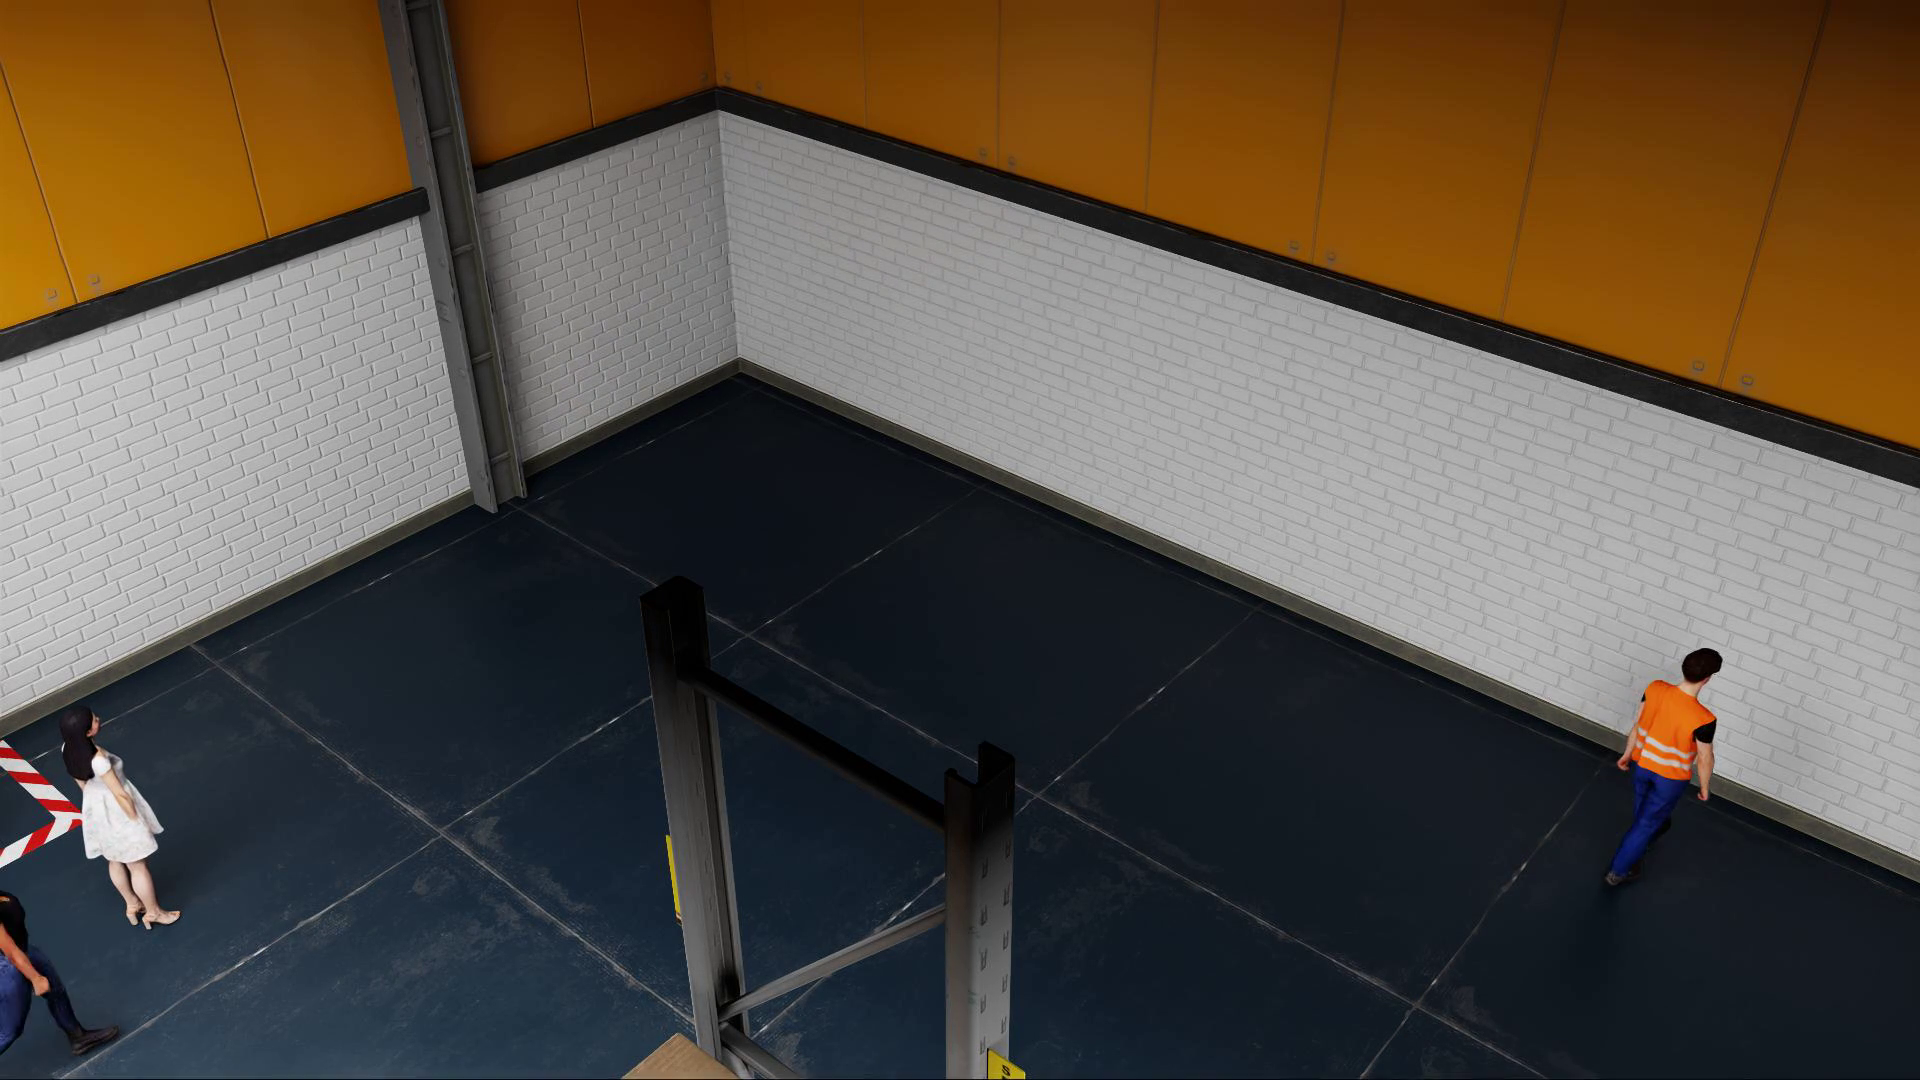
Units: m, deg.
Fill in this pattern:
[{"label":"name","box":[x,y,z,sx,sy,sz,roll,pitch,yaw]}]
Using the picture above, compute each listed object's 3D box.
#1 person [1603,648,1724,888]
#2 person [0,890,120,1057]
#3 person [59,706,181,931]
[{"label":"person","box":[4.517,1.523,10.818,1.104,1.864,0.894,-21,39,-28]},{"label":"person","box":[-5.488,2.510,9.473,1.170,1.708,0.711,-24,41,-32]},{"label":"person","box":[-5.351,1.763,10.538,0.692,1.775,0.688,18,37,24]}]
